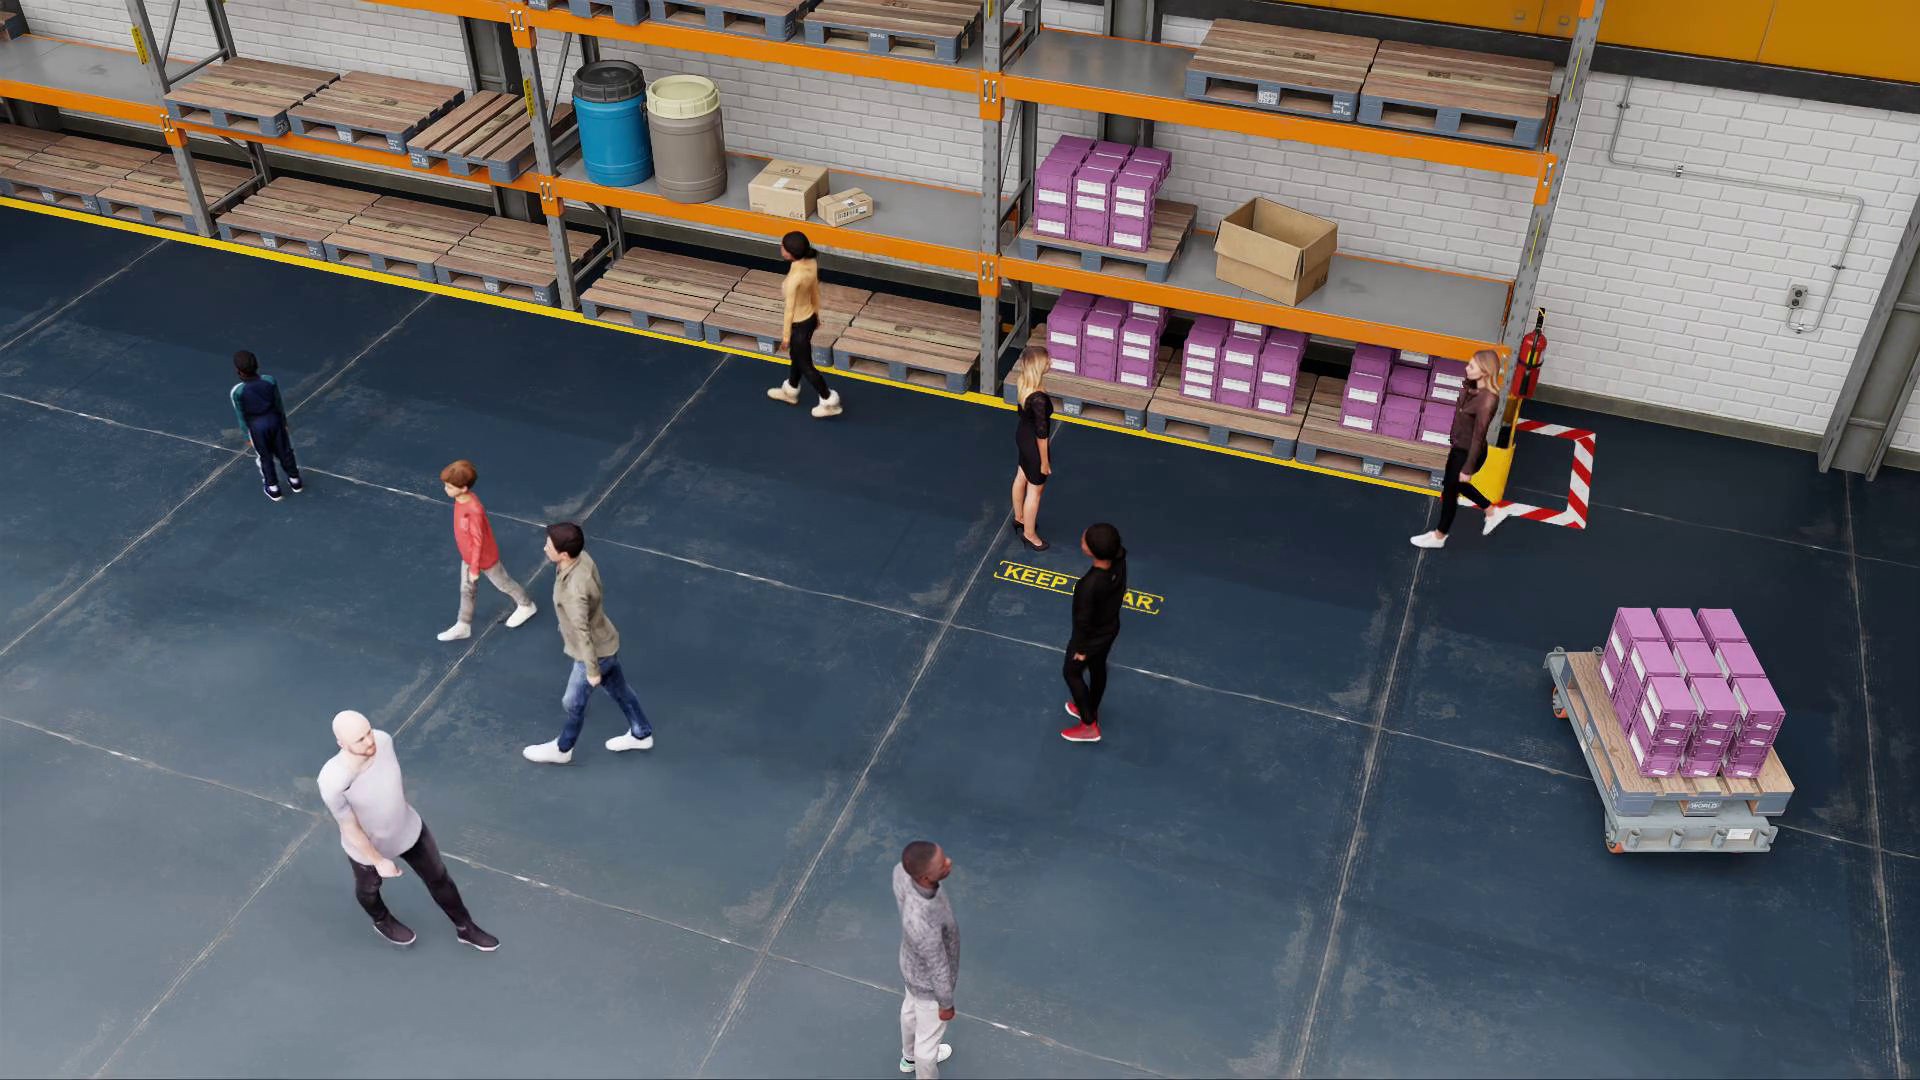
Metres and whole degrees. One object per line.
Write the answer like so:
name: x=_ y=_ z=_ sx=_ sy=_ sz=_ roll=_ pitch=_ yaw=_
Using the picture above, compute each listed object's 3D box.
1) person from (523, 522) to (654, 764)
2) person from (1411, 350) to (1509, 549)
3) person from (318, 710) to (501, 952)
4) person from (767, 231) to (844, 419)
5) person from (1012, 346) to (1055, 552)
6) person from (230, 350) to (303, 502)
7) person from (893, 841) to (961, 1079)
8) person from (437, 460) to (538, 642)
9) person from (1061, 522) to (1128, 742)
person: x=-2.136 y=0.650 z=10.100 sx=1.167 sy=1.832 sz=0.995 roll=-4 pitch=39 yaw=-4
person: x=3.669 y=-0.614 z=11.795 sx=0.959 sy=1.692 sz=0.762 roll=3 pitch=39 yaw=3
person: x=-3.200 y=1.562 z=8.977 sx=1.064 sy=1.809 sz=0.776 roll=20 pitch=43 yaw=23
person: x=-1.196 y=-1.680 z=13.171 sx=0.935 sy=1.640 sz=0.611 roll=13 pitch=40 yaw=16
person: x=0.518 y=-0.665 z=11.871 sx=0.639 sy=1.676 sz=0.614 roll=-10 pitch=40 yaw=-13
person: x=-5.220 y=-0.868 z=12.463 sx=0.560 sy=1.255 sz=0.582 roll=-31 pitch=48 yaw=-33
person: x=-0.177 y=2.129 z=8.242 sx=0.778 sy=1.839 sz=0.755 roll=-11 pitch=40 yaw=-14
person: x=-3.163 y=0.064 z=11.192 sx=0.881 sy=1.386 sz=0.940 roll=-27 pitch=46 yaw=-30
person: x=0.880 y=0.582 z=10.312 sx=0.730 sy=1.674 sz=0.699 roll=30 pitch=47 yaw=32
